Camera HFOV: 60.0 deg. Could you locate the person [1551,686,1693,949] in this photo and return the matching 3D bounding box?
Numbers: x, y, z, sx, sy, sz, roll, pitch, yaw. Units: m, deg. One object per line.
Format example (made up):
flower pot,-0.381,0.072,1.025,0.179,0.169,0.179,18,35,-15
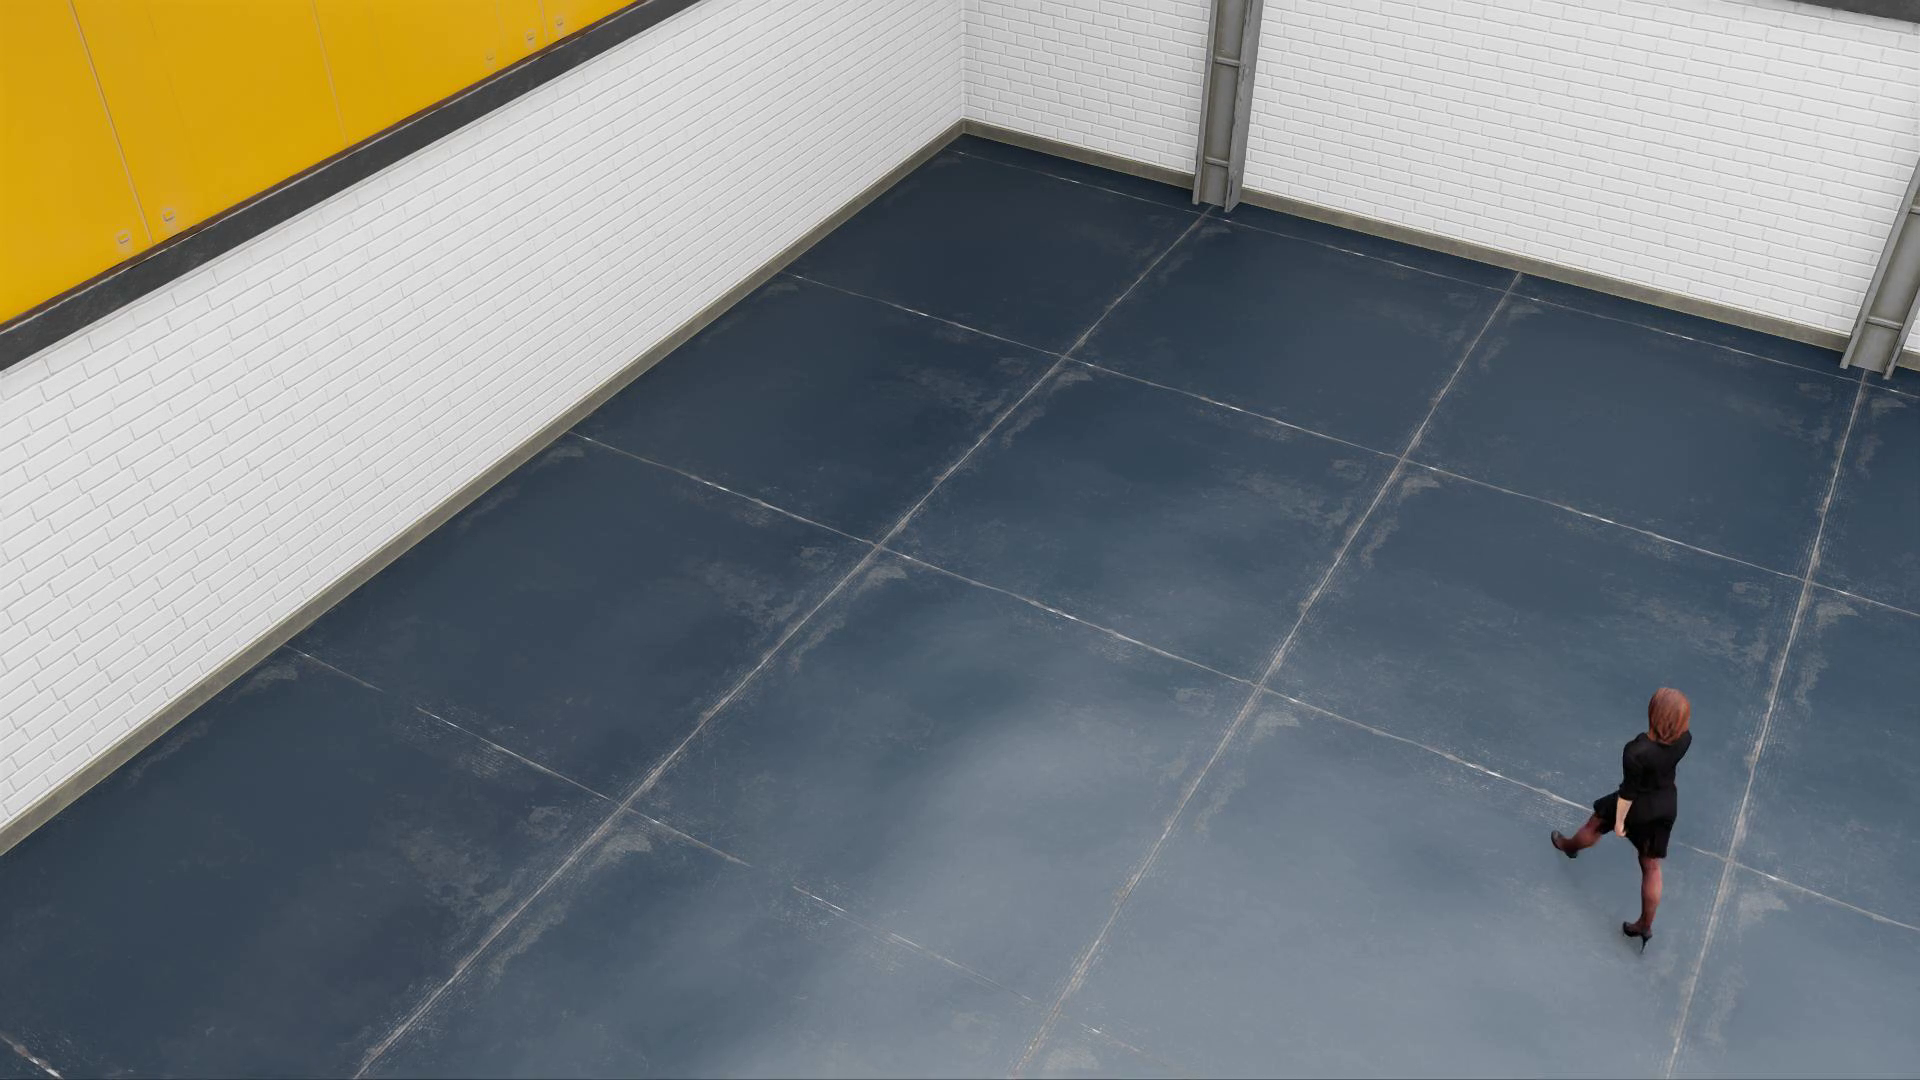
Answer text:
person,3.775,1.537,9.080,1.039,1.654,1.139,-12,40,-15
